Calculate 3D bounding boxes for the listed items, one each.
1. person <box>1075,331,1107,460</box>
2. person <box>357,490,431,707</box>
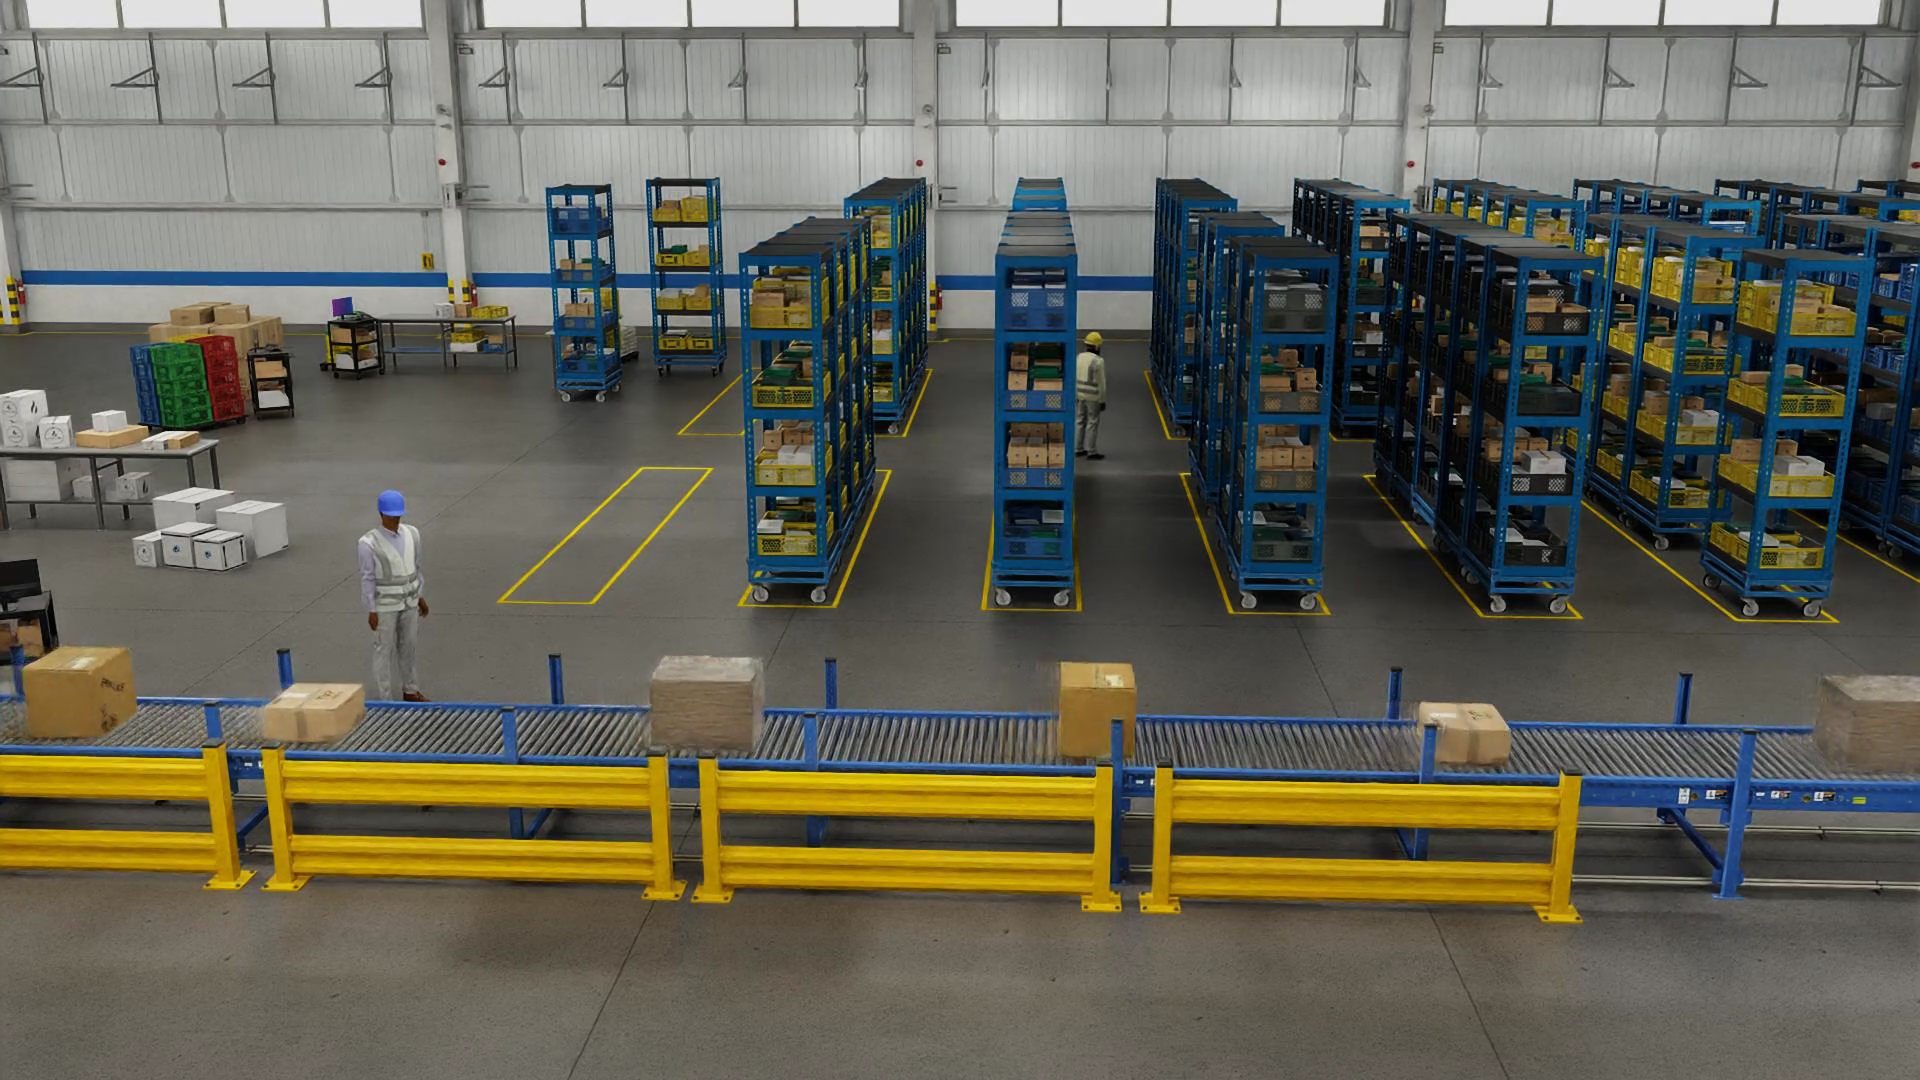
[{"bbox_3d":[1.874,-2.056,23.703,0.404,1.827,0.600,-10,18,-33],"label":"person"},{"bbox_3d":[-4.715,0.521,13.919,0.403,1.944,0.605,9,18,31],"label":"person"}]
